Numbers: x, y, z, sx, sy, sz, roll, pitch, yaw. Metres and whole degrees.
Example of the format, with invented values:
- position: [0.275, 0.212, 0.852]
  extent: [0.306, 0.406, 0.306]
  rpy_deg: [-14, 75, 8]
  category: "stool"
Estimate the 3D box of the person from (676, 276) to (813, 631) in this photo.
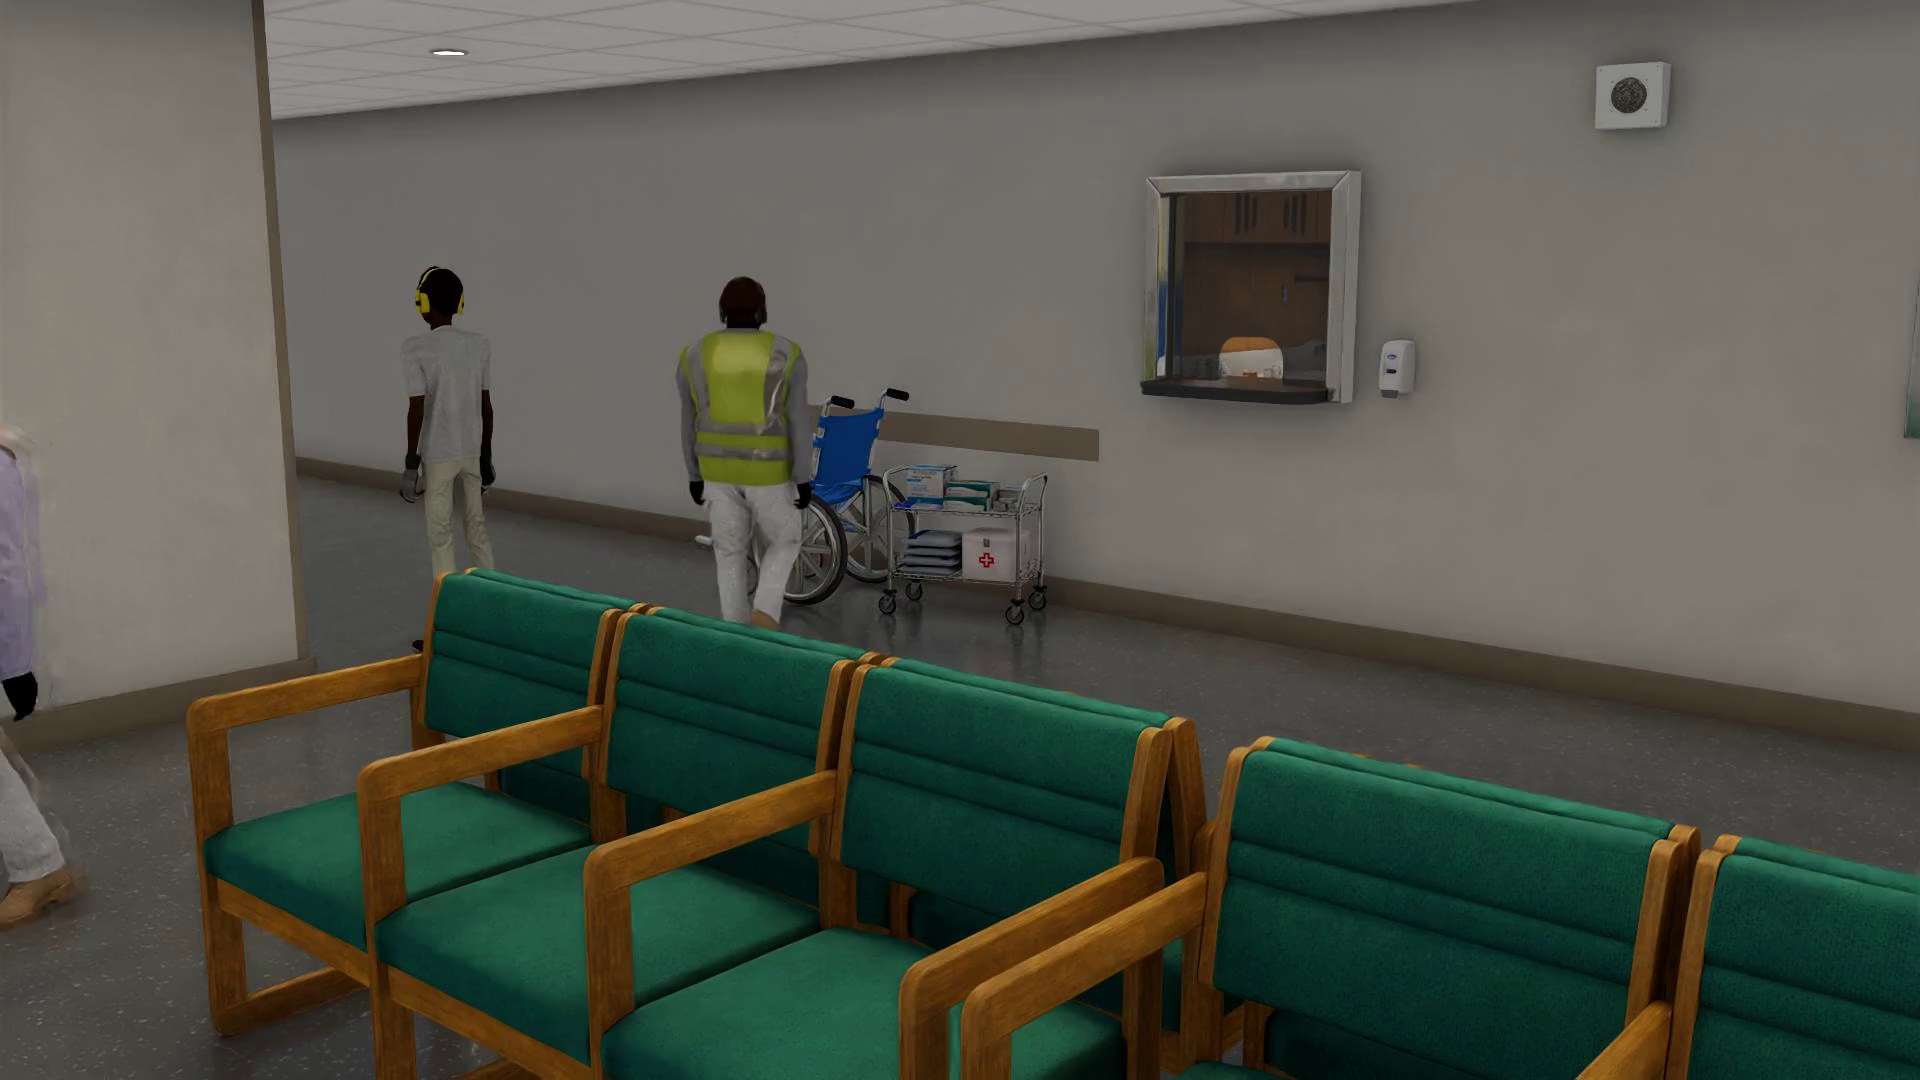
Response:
- position: [-0.995, -0.311, 7.786]
  extent: [0.638, 1.826, 0.463]
  rpy_deg: [1, 10, 6]
  category: "person"

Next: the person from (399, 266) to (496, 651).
- position: [-2.486, -0.381, 8.067]
  extent: [0.327, 1.872, 0.516]
  rpy_deg: [7, 12, 36]
  category: "person"

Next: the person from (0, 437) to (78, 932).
- position: [-2.810, 0.296, 4.472]
  extent: [0.638, 1.798, 0.958]
  rpy_deg: [4, 11, 23]
  category: "person"
